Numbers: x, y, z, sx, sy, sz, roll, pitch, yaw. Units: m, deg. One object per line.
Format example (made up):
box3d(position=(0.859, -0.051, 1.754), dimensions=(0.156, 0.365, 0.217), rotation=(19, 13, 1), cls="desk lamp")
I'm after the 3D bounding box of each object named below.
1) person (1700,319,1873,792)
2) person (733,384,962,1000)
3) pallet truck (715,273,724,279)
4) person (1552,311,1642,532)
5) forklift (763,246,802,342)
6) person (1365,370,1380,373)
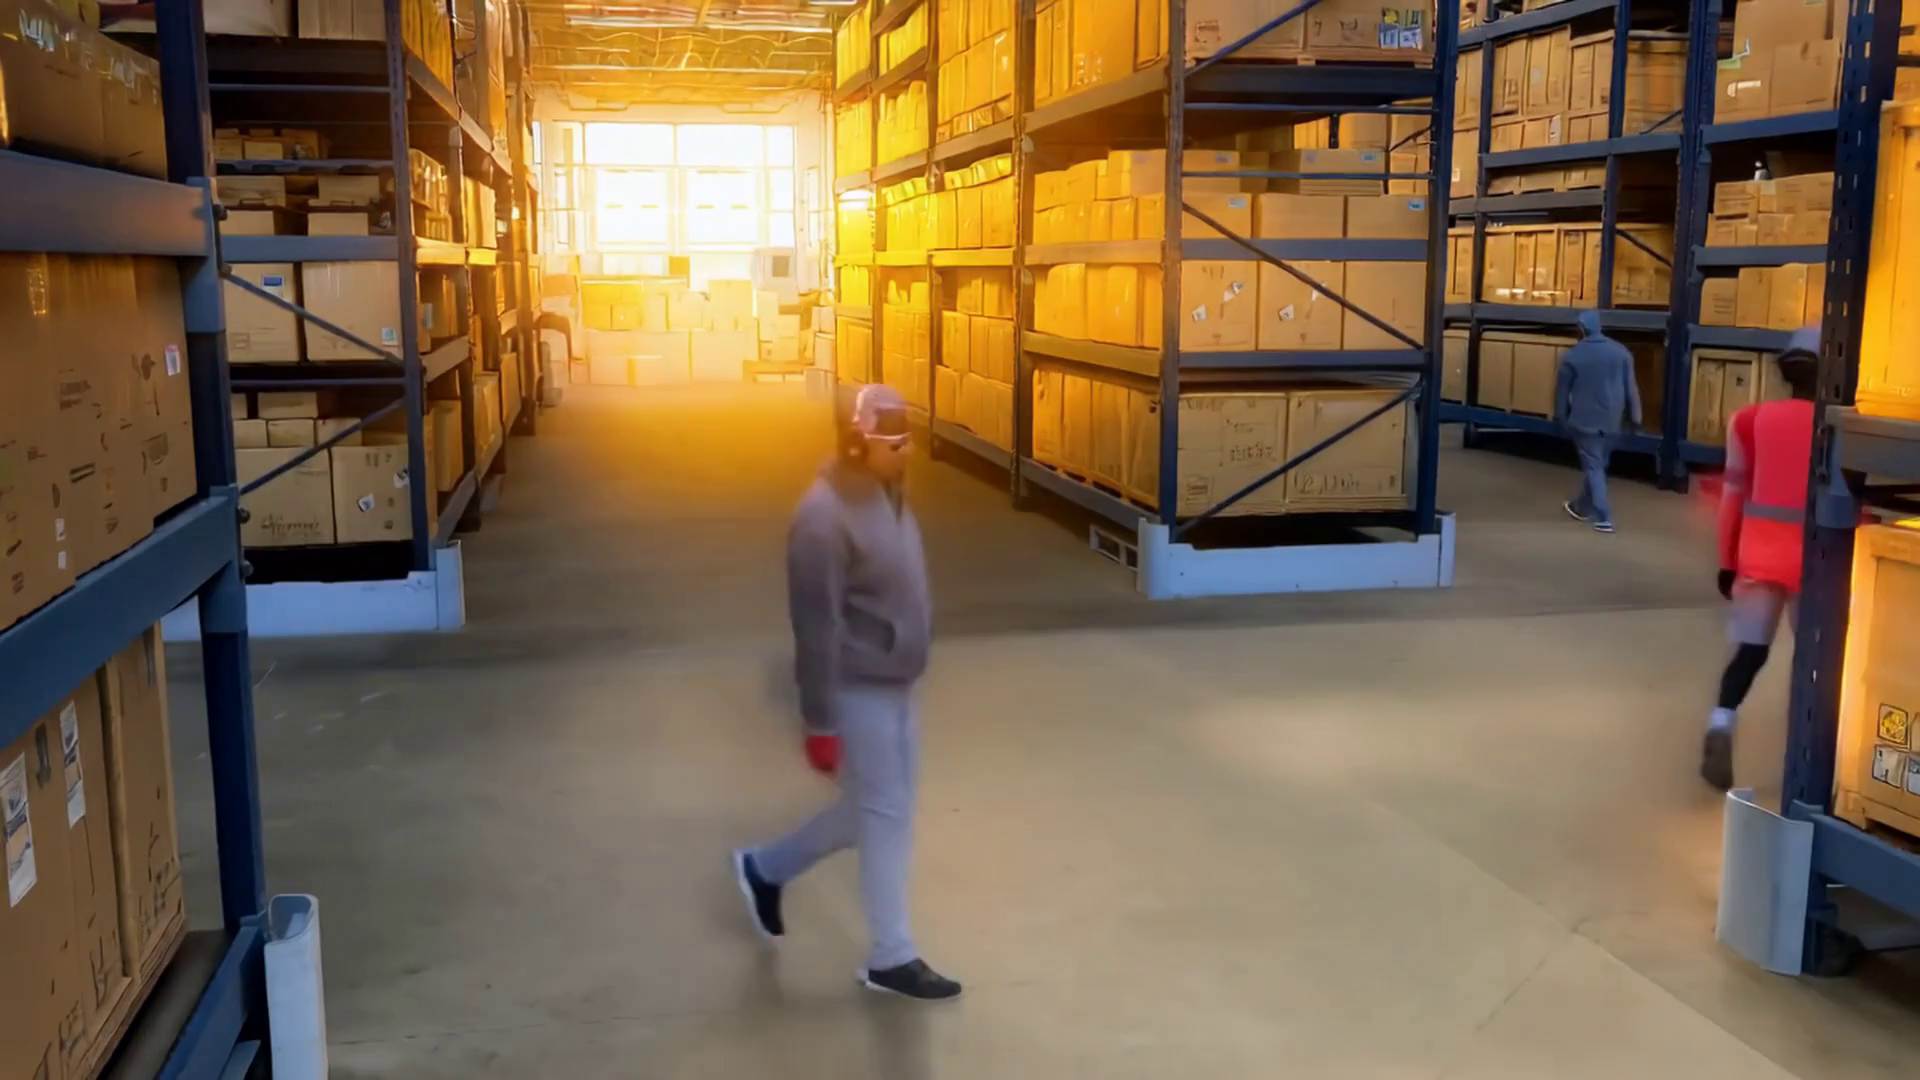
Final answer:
box3d(position=(3.397, 0.098, 6.865), dimensions=(0.618, 2.014, 0.786), rotation=(9, 13, 44), cls="person")
box3d(position=(-0.363, 0.458, 5.078), dimensions=(0.724, 1.884, 0.639), rotation=(3, 10, 17), cls="person")
box3d(position=(-8.580, -8.986, 62.280), dimensions=(1.885, 1.965, 0.823), rotation=(1, 9, 5), cls="pallet truck")
box3d(position=(5.400, -1.019, 14.194), dimensions=(0.686, 1.843, 0.990), rotation=(-1, 9, -7), cls="person")
box3d(position=(-5.328, -7.287, 49.237), dimensions=(1.129, 2.768, 1.873), rotation=(-2, 10, -12), cls="forklift")
box3d(position=(3.565, -1.111, 15.210), dimensions=(0.550, 1.683, 0.417), rotation=(0, 9, 3), cls="person")
